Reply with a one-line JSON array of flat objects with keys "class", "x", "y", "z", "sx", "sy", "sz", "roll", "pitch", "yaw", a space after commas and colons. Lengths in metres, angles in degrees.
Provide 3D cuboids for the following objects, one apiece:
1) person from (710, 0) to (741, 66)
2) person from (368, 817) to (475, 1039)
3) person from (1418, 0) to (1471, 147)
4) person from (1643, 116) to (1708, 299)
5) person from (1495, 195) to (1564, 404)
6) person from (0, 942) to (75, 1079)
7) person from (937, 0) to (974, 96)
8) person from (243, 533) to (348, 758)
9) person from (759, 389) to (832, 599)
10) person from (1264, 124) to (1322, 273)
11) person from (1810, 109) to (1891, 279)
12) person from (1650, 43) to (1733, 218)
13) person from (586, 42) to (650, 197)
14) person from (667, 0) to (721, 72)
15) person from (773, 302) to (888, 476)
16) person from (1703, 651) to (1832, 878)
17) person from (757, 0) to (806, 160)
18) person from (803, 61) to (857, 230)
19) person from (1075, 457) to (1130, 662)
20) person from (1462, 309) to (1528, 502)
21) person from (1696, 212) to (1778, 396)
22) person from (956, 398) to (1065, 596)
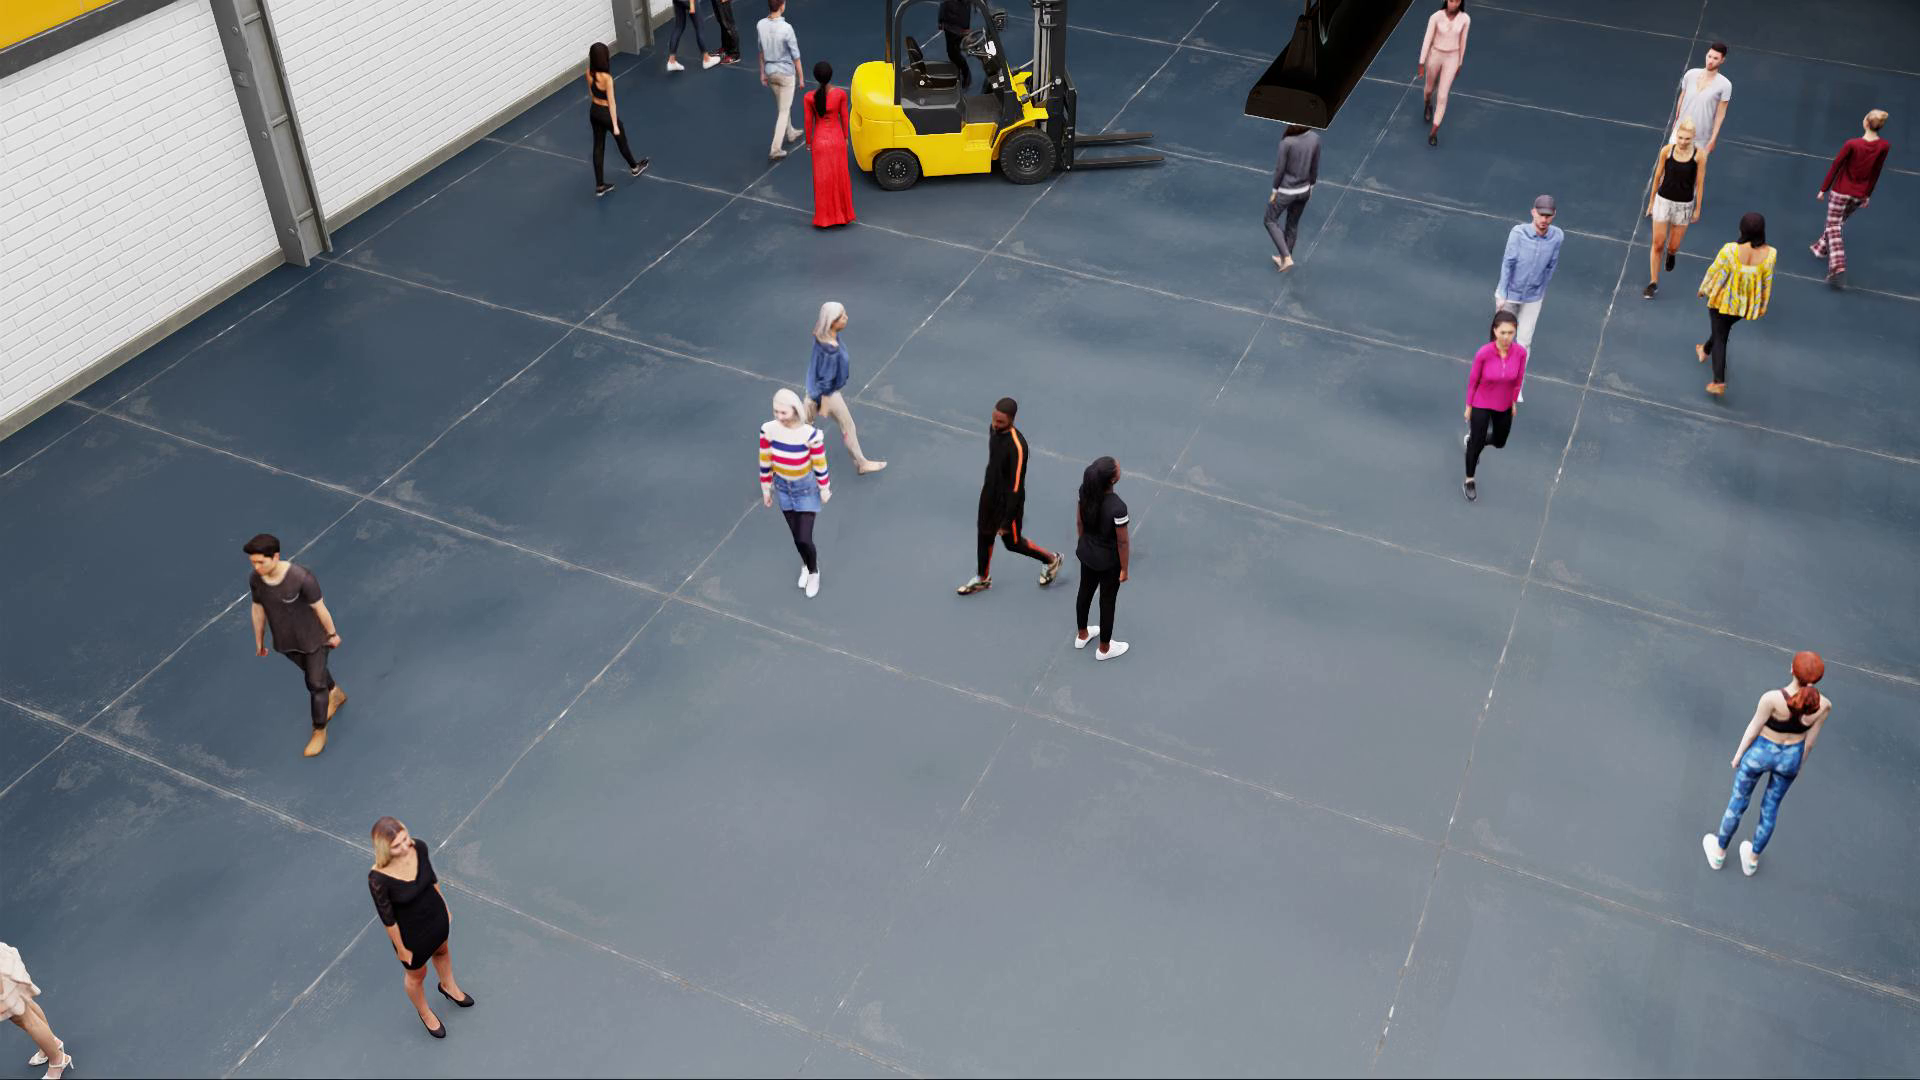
[{"class": "person", "x": -2.931, "y": -6.792, "z": 20.468, "sx": 0.755, "sy": 1.804, "sz": 0.717, "roll": -16, "pitch": 41, "yaw": -19}, {"class": "person", "x": -3.053, "y": 2.155, "z": 9.358, "sx": 0.613, "sy": 1.677, "sz": 0.406, "roll": 18, "pitch": 42, "yaw": 21}, {"class": "person", "x": 5.440, "y": -5.402, "z": 18.814, "sx": 0.836, "sy": 1.685, "sz": 1.227, "roll": 7, "pitch": 39, "yaw": 9}, {"class": "person", "x": 6.887, "y": -3.263, "z": 16.022, "sx": 0.696, "sy": 1.827, "sz": 0.908, "roll": 17, "pitch": 42, "yaw": 20}, {"class": "person", "x": 4.936, "y": -2.216, "z": 14.692, "sx": 0.839, "sy": 1.851, "sz": 1.137, "roll": 6, "pitch": 39, "yaw": 7}, {"class": "person", "x": -5.220, "y": 2.367, "z": 9.046, "sx": 0.665, "sy": 1.736, "sz": 0.650, "roll": -25, "pitch": 45, "yaw": -28}, {"class": "person", "x": 0.005, "y": -6.154, "z": 19.692, "sx": 0.796, "sy": 1.766, "sz": 0.753, "roll": -23, "pitch": 44, "yaw": -26}, {"class": "person", "x": -4.454, "y": 0.582, "z": 11.319, "sx": 0.763, "sy": 1.689, "sz": 0.975, "roll": 8, "pitch": 39, "yaw": 10}, {"class": "person", "x": -1.197, "y": -0.422, "z": 12.491, "sx": 0.695, "sy": 1.795, "sz": 0.665, "roll": 10, "pitch": 40, "yaw": 13}, {"class": "person", "x": 3.274, "y": -3.380, "z": 16.221, "sx": 0.835, "sy": 1.761, "sz": 0.897, "roll": -12, "pitch": 40, "yaw": -14}, {"class": "person", "x": 8.727, "y": -3.363, "z": 16.276, "sx": 0.901, "sy": 1.667, "sz": 1.116, "roll": -1, "pitch": 39, "yaw": -1}, {"class": "person", "x": 7.701, "y": -4.294, "z": 17.325, "sx": 0.973, "sy": 1.812, "sz": 1.317, "roll": 30, "pitch": 47, "yaw": 32}, {"class": "person", "x": -3.834, "y": -4.437, "z": 17.662, "sx": 0.651, "sy": 1.614, "sz": 1.019, "roll": 21, "pitch": 43, "yaw": 24}, {"class": "person", "x": -3.409, "y": -6.537, "z": 20.148, "sx": 1.031, "sy": 1.794, "sz": 0.811, "roll": -28, "pitch": 47, "yaw": -31}, {"class": "person", "x": -1.186, "y": -1.162, "z": 13.554, "sx": 1.174, "sy": 1.634, "sz": 1.199, "roll": -8, "pitch": 39, "yaw": -10}, {"class": "person", "x": 4.994, "y": 1.382, "z": 10.248, "sx": 0.599, "sy": 1.785, "sz": 0.622, "roll": 8, "pitch": 39, "yaw": 10}, {"class": "person", "x": -2.010, "y": -5.084, "z": 18.308, "sx": 0.715, "sy": 1.819, "sz": 1.052, "roll": 20, "pitch": 43, "yaw": 23}, {"class": "person", "x": -1.350, "y": -4.034, "z": 17.025, "sx": 0.732, "sy": 1.791, "sz": 0.776, "roll": -8, "pitch": 39, "yaw": -10}, {"class": "person", "x": 1.010, "y": 0.117, "z": 11.869, "sx": 0.699, "sy": 1.728, "sz": 0.692, "roll": -30, "pitch": 48, "yaw": -32}, {"class": "person", "x": 4.278, "y": -1.135, "z": 13.483, "sx": 0.793, "sy": 1.680, "sz": 0.917, "roll": -2, "pitch": 39, "yaw": -2}, {"class": "person", "x": 6.822, "y": -2.035, "z": 14.664, "sx": 0.956, "sy": 1.603, "sz": 1.187, "roll": 2, "pitch": 39, "yaw": 3}, {"class": "person", "x": 0.413, "y": -0.318, "z": 12.370, "sx": 1.151, "sy": 1.783, "sz": 1.020, "roll": -17, "pitch": 42, "yaw": -20}]
